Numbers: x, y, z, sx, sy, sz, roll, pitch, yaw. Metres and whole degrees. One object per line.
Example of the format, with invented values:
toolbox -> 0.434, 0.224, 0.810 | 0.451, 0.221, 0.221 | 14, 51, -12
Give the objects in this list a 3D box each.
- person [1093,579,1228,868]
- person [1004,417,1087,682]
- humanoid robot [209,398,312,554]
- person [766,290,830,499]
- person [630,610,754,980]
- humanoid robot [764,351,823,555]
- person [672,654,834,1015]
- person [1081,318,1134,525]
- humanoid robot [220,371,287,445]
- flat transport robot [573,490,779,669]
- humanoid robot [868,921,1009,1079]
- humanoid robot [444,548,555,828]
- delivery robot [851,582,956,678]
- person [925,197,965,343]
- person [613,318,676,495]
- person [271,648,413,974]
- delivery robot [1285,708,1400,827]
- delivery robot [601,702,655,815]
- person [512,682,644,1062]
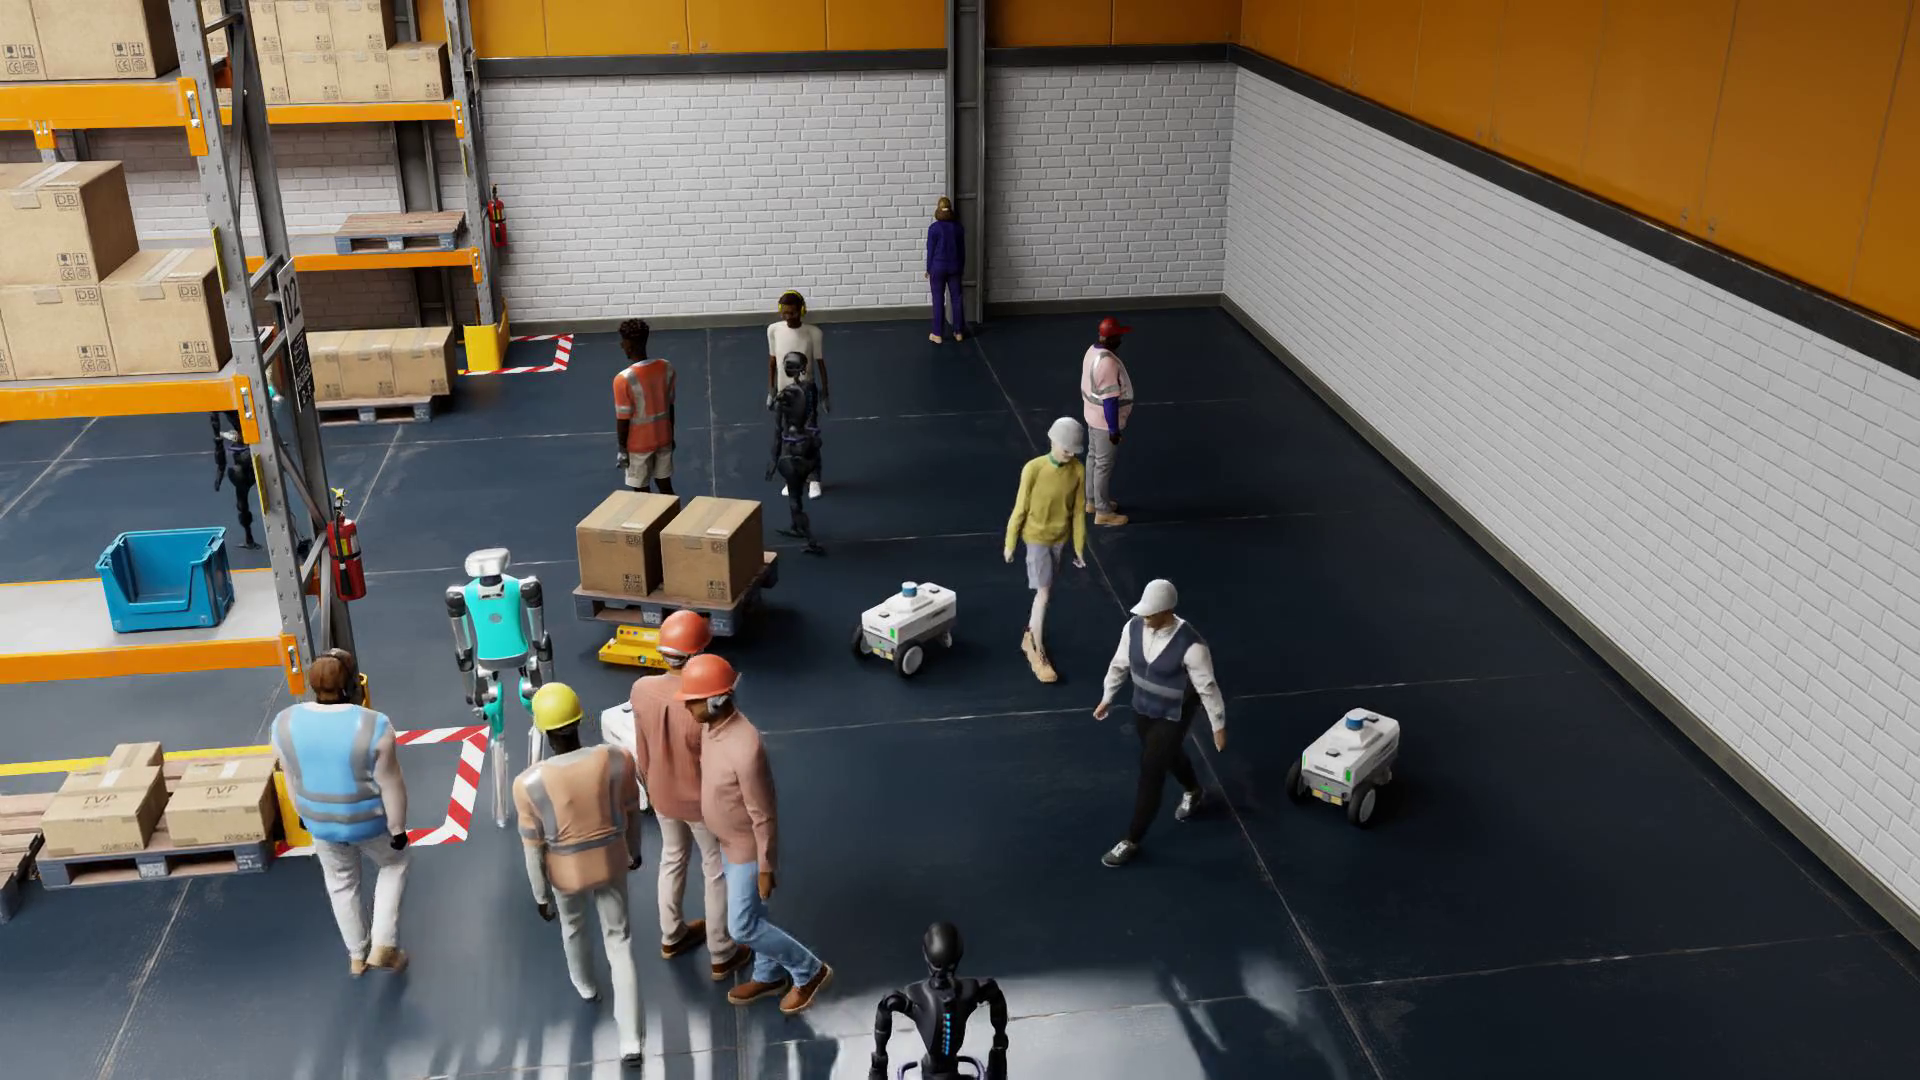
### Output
person -> 1.166, 0.960, 9.421 | 0.934, 1.711, 0.736 | -20, 30, -37
person -> 0.631, 0.049, 11.320 | 0.521, 1.848, 0.778 | -10, 26, -22
humanoid robot -> -5.584, -0.639, 13.149 | 0.729, 1.633, 0.596 | 15, 28, 31
person -> -1.405, -1.247, 14.268 | 0.547, 1.853, 0.365 | 5, 24, 10
person -> -1.343, 1.273, 8.371 | 0.623, 1.979, 0.407 | 13, 27, 27
humanoid robot -> -1.343, -0.708, 13.291 | 0.606, 1.642, 0.593 | 13, 27, 28
person -> -1.025, 1.431, 8.030 | 0.613, 1.960, 0.658 | -10, 26, -21
person -> 1.225, -0.994, 13.814 | 0.419, 1.754, 0.600 | -4, 24, -9
humanoid robot -> -6.498, -1.595, 15.230 | 0.996, 1.745, 0.540 | 5, 24, 10
flat transport robot -> -2.051, 0.530, 12.189 | 0.659, 0.231, 1.431 | 5, 24, 12
humanoid robot -> -0.104, 2.215, 6.599 | 0.600, 1.653, 0.426 | -5, 24, -11
humanoid robot -> -2.634, 0.817, 9.737 | 0.553, 1.818, 0.668 | -5, 24, -11
delivery robot -> -0.360, 0.574, 11.694 | 0.499, 0.564, 0.735 | 20, 30, 37
person -> -0.170, -3.023, 18.594 | 0.461, 1.621, 0.350 | -8, 25, -19
person -> -2.471, -0.789, 13.100 | 0.370, 1.958, 0.595 | 17, 29, 33
person -> -3.040, 1.380, 8.311 | 0.634, 1.830, 0.447 | 1, 24, 1
delivery robot -> 2.330, 1.333, 10.018 | 0.511, 0.605, 0.777 | 18, 29, 35
delivery robot -> -1.880, 1.265, 10.148 | 0.499, 0.585, 0.775 | -19, 30, -37
person -> -1.754, 1.556, 7.852 | 0.592, 1.885, 0.938 | -10, 25, -21
